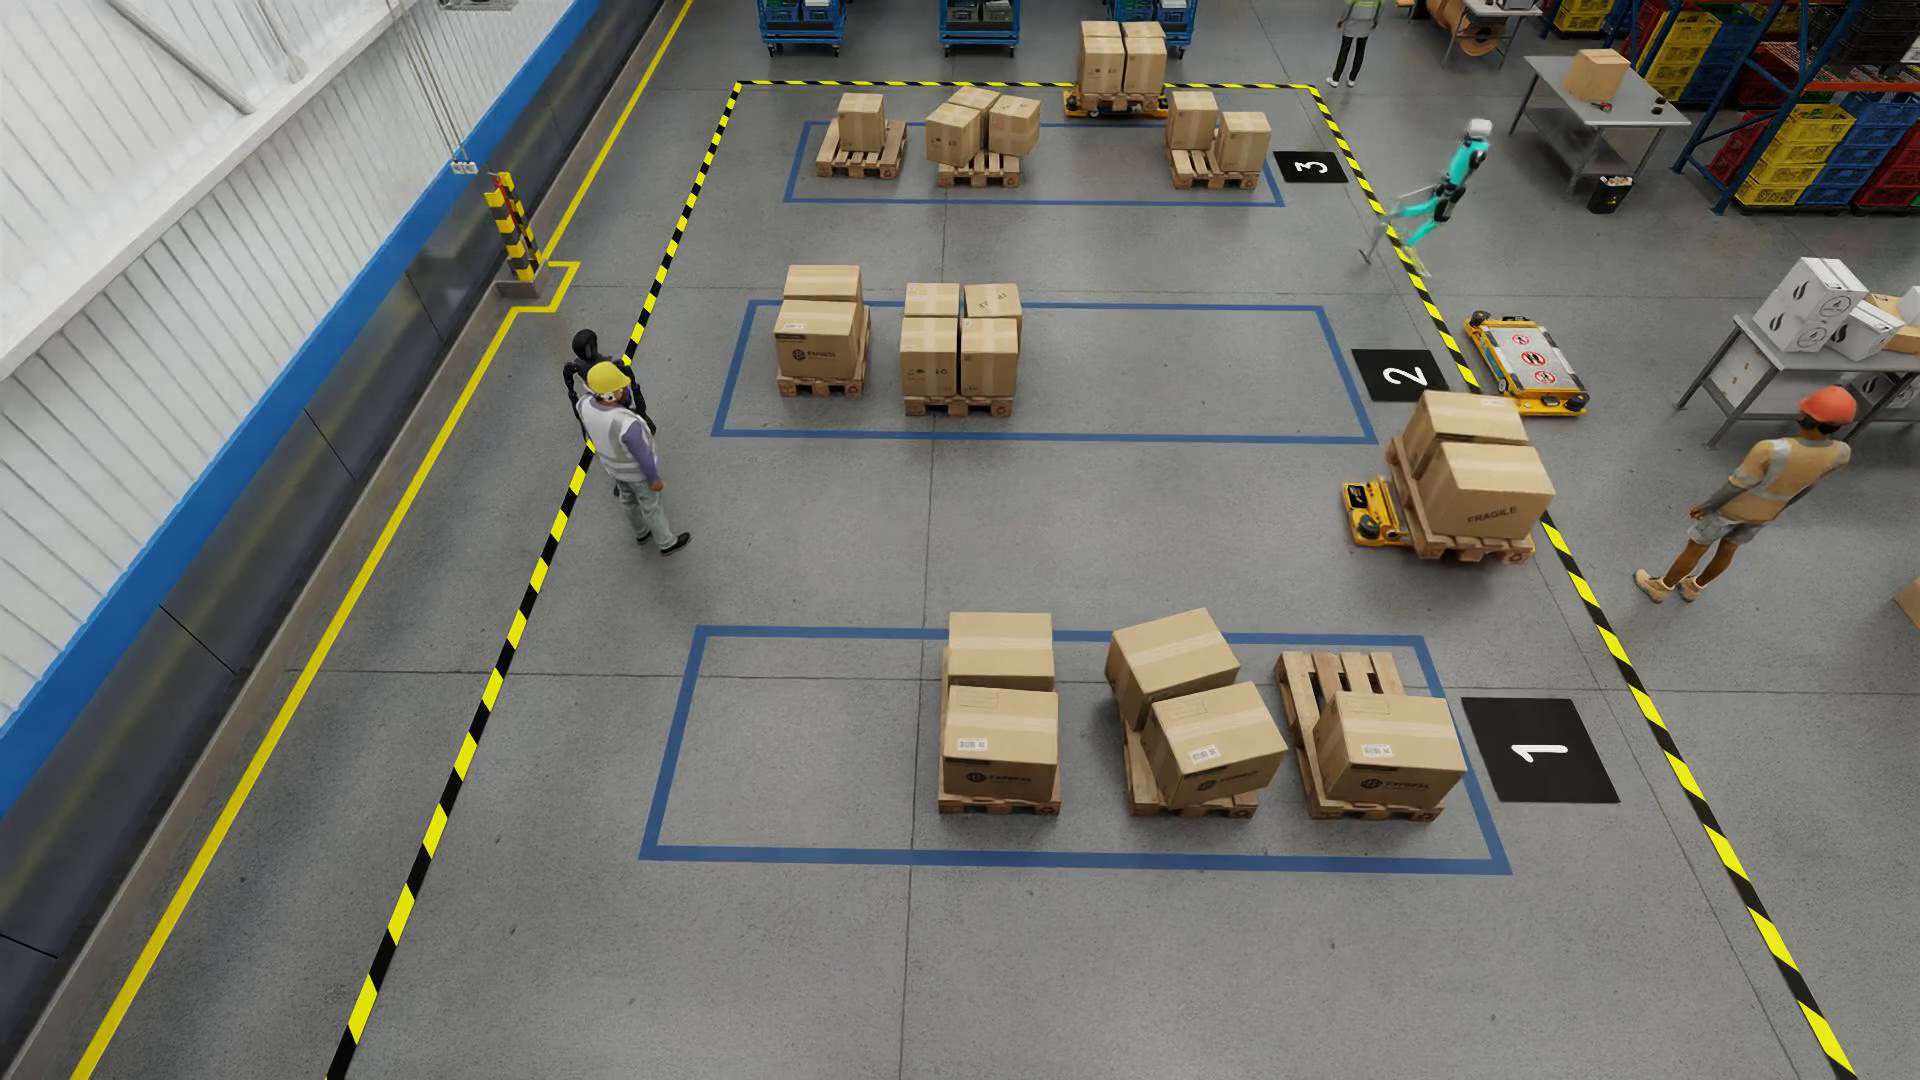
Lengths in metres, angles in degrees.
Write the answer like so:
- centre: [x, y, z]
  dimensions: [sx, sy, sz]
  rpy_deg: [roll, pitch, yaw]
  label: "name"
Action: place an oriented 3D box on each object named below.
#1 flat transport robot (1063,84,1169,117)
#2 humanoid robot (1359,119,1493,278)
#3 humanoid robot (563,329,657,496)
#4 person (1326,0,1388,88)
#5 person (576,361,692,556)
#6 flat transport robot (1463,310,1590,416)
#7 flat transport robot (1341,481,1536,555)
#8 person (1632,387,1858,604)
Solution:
- centre: [2.188, -6.201, 12.882]
  dimensions: [1.431, 0.197, 0.652]
  rpy_deg: [1, 49, 1]
  label: "flat transport robot"
- centre: [4.809, -3.563, 9.685]
  dimensions: [1.024, 1.783, 0.531]
  rpy_deg: [9, 50, 8]
  label: "humanoid robot"
- centre: [-2.819, -1.021, 7.477]
  dimensions: [0.599, 1.654, 0.315]
  rpy_deg: [-6, 49, -5]
  label: "humanoid robot"
- centre: [5.603, -7.326, 12.827]
  dimensions: [0.587, 1.853, 0.376]
  rpy_deg: [1, 49, 1]
  label: "person"
- centre: [-2.512, -0.595, 7.018]
  dimensions: [0.590, 1.825, 0.404]
  rpy_deg: [26, 54, 21]
  label: "person"
- centre: [5.573, -1.757, 9.054]
  dimensions: [0.659, 0.231, 1.431]
  rpy_deg: [1, 49, 1]
  label: "flat transport robot"
- centre: [4.020, -0.218, 7.704]
  dimensions: [1.431, 0.197, 0.652]
  rpy_deg: [4, 49, 3]
  label: "flat transport robot"
- centre: [5.638, -0.262, 6.589]
  dimensions: [0.607, 2.043, 0.369]
  rpy_deg: [0, 49, 0]
  label: "person"
